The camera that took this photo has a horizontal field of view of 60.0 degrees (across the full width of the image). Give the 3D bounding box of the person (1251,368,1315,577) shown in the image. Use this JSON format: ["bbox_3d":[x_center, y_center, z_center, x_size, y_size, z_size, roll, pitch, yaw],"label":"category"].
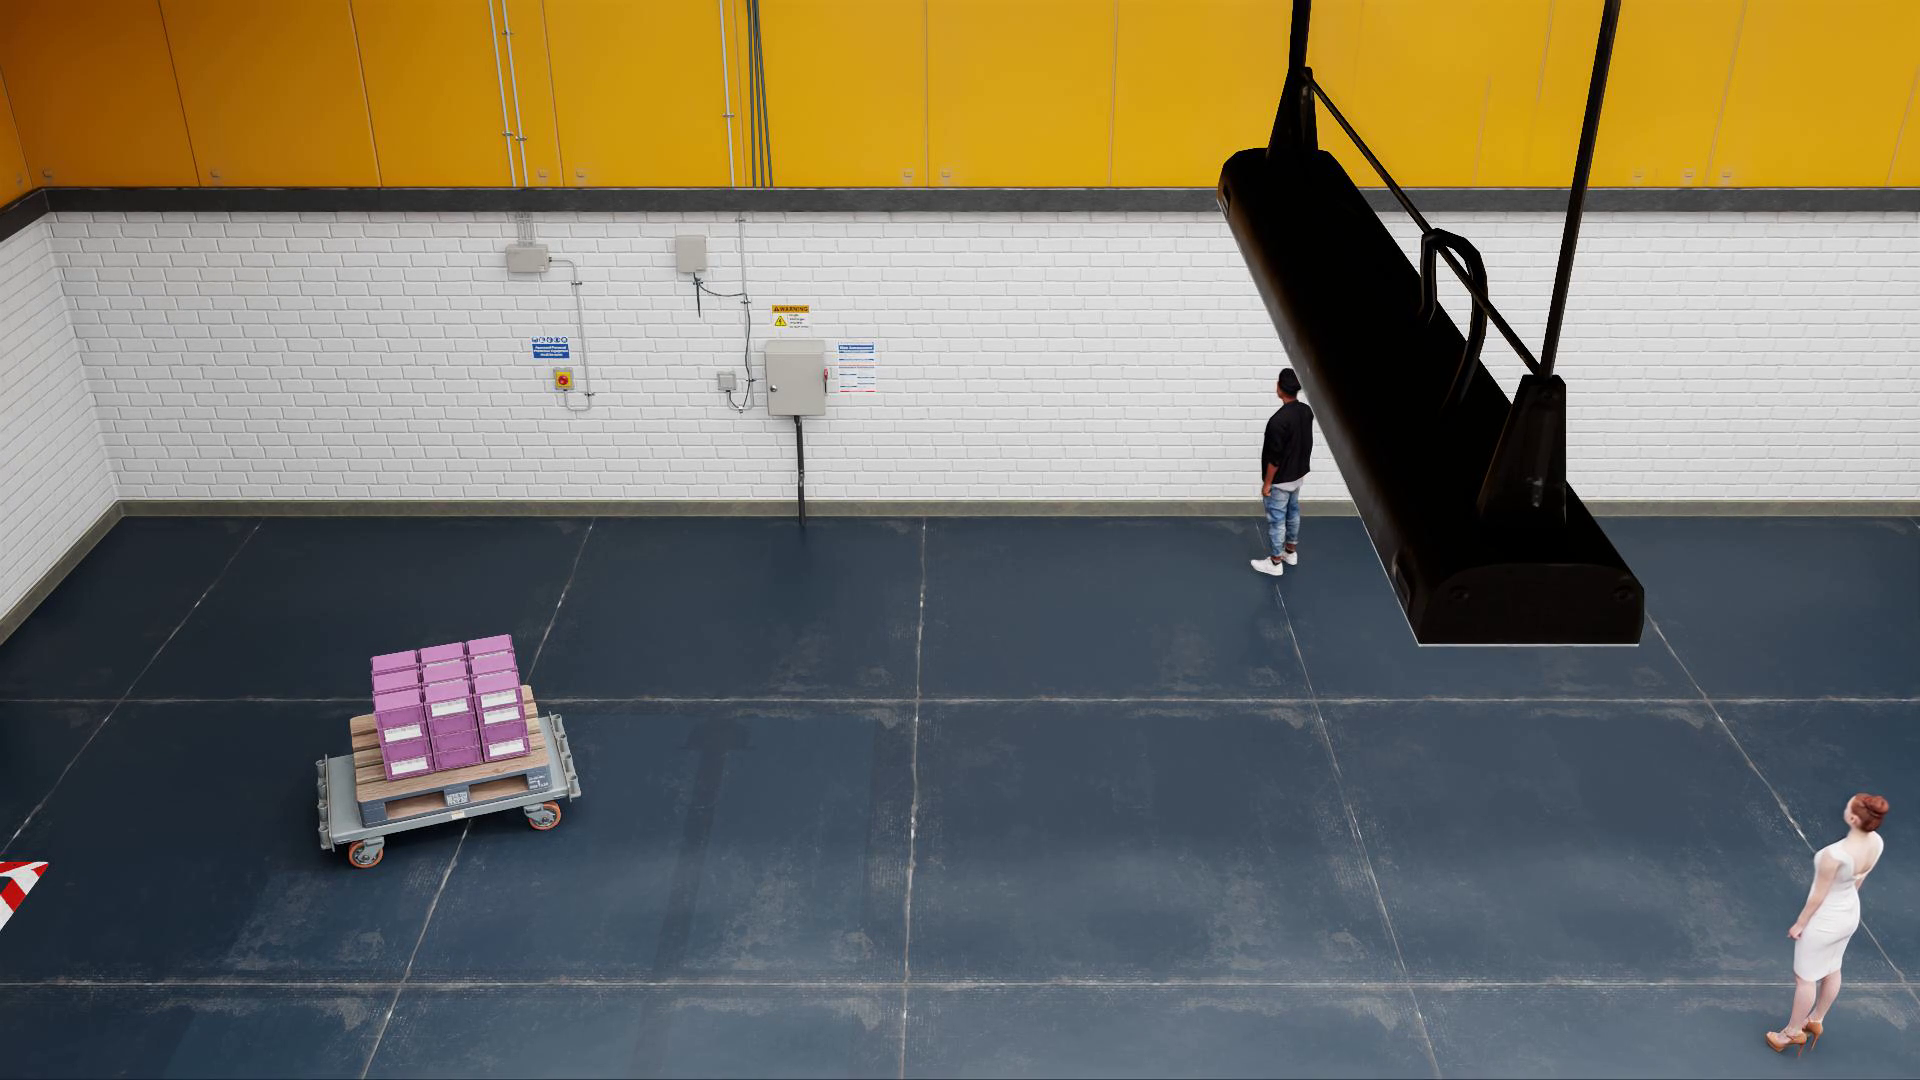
[{"bbox_3d":[2.721,-0.572,13.898,0.839,1.809,0.776,25,37,38],"label":"person"}]

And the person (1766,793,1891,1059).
[{"bbox_3d":[4.732,2.086,9.043,0.631,1.792,0.614,-13,31,-23],"label":"person"}]
